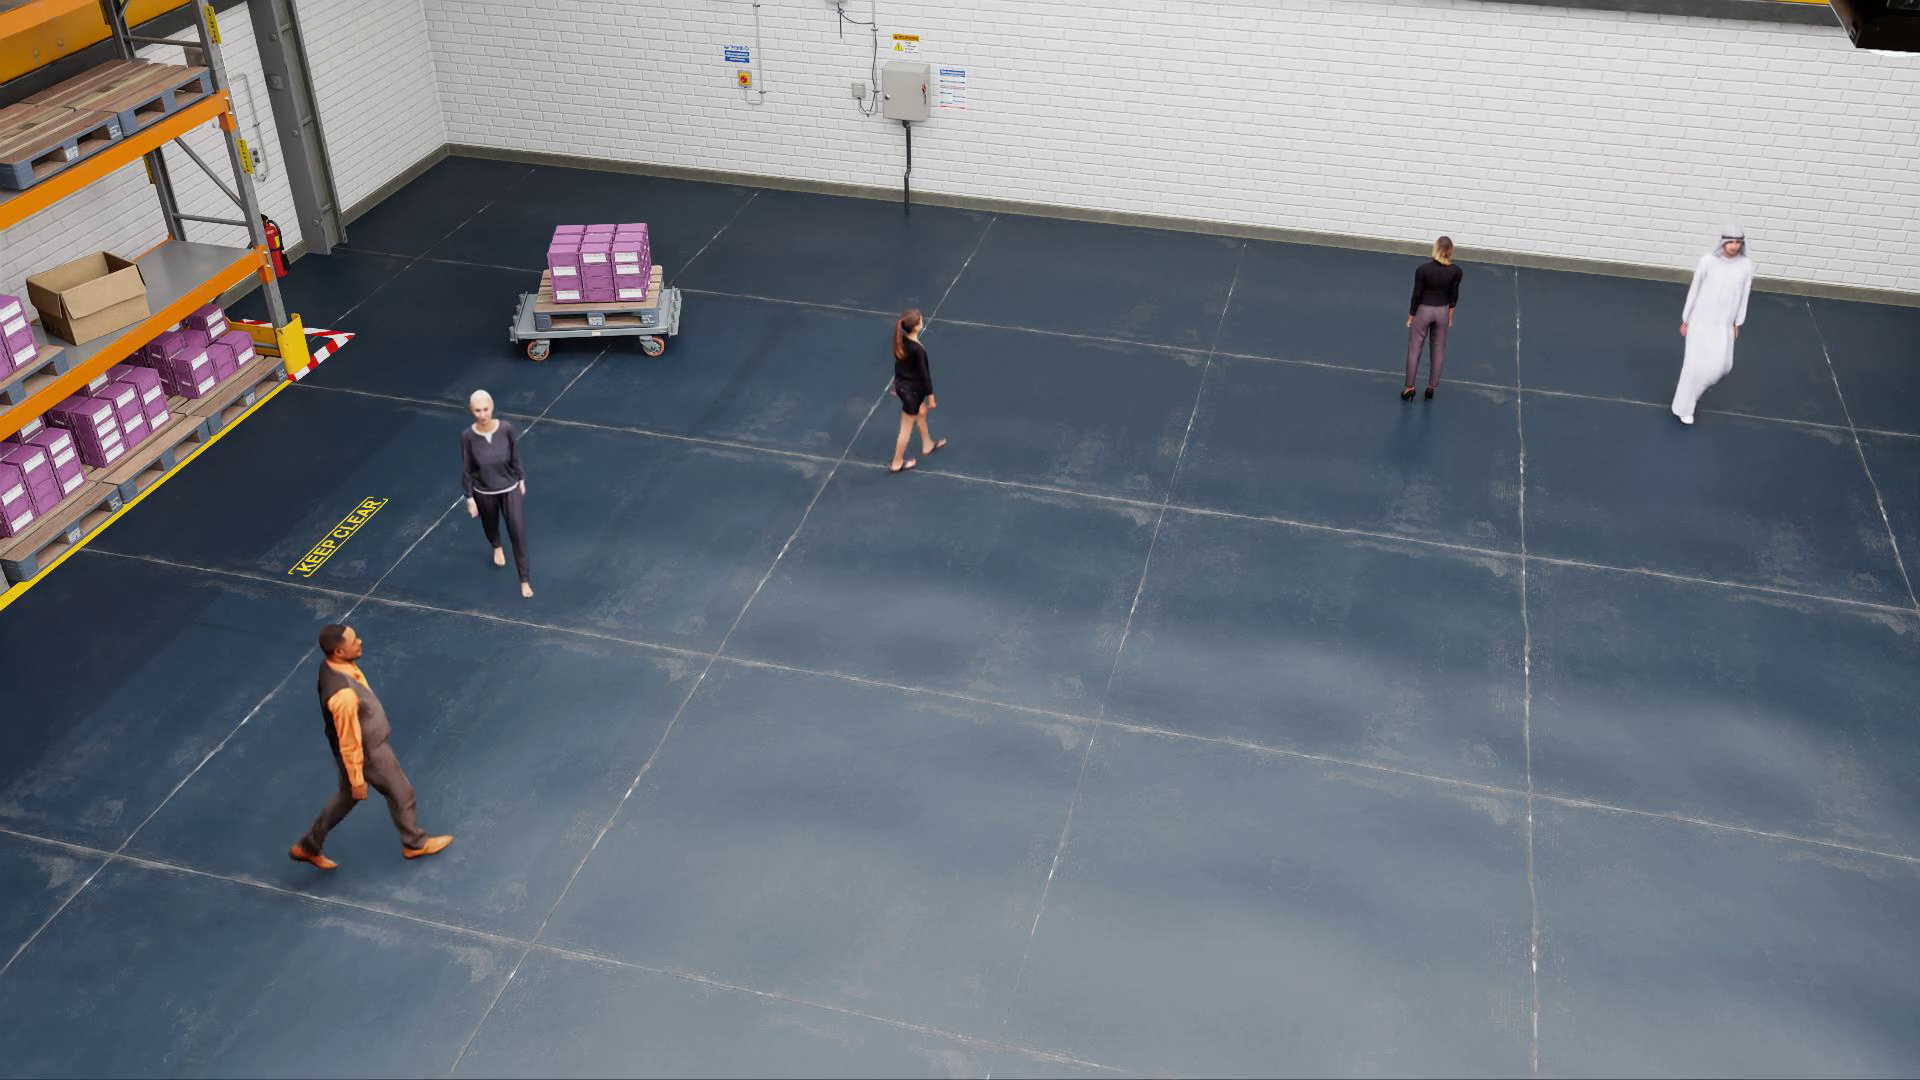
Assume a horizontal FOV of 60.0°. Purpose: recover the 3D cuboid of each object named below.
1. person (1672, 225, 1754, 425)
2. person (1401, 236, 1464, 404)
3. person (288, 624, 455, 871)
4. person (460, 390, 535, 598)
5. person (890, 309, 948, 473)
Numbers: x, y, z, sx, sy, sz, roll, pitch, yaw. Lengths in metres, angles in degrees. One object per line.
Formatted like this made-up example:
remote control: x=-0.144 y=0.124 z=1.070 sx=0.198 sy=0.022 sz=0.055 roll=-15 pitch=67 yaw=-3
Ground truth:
person: x=6.879 y=-2.025 z=15.278 sx=0.762 sy=1.913 sz=0.887 roll=3 pitch=34 yaw=5
person: x=4.399 y=-2.054 z=15.541 sx=0.654 sy=1.672 sz=0.621 roll=-1 pitch=34 yaw=-2
person: x=-3.808 y=1.333 z=10.257 sx=1.259 sy=1.880 sz=1.251 roll=-15 pitch=36 yaw=-21
person: x=-3.673 y=-0.442 z=13.109 sx=1.047 sy=1.679 sz=1.191 roll=-12 pitch=35 yaw=-17
person: x=-0.490 y=-1.286 z=14.508 sx=0.954 sy=1.535 sz=0.877 roll=-20 pitch=38 yaw=-27
